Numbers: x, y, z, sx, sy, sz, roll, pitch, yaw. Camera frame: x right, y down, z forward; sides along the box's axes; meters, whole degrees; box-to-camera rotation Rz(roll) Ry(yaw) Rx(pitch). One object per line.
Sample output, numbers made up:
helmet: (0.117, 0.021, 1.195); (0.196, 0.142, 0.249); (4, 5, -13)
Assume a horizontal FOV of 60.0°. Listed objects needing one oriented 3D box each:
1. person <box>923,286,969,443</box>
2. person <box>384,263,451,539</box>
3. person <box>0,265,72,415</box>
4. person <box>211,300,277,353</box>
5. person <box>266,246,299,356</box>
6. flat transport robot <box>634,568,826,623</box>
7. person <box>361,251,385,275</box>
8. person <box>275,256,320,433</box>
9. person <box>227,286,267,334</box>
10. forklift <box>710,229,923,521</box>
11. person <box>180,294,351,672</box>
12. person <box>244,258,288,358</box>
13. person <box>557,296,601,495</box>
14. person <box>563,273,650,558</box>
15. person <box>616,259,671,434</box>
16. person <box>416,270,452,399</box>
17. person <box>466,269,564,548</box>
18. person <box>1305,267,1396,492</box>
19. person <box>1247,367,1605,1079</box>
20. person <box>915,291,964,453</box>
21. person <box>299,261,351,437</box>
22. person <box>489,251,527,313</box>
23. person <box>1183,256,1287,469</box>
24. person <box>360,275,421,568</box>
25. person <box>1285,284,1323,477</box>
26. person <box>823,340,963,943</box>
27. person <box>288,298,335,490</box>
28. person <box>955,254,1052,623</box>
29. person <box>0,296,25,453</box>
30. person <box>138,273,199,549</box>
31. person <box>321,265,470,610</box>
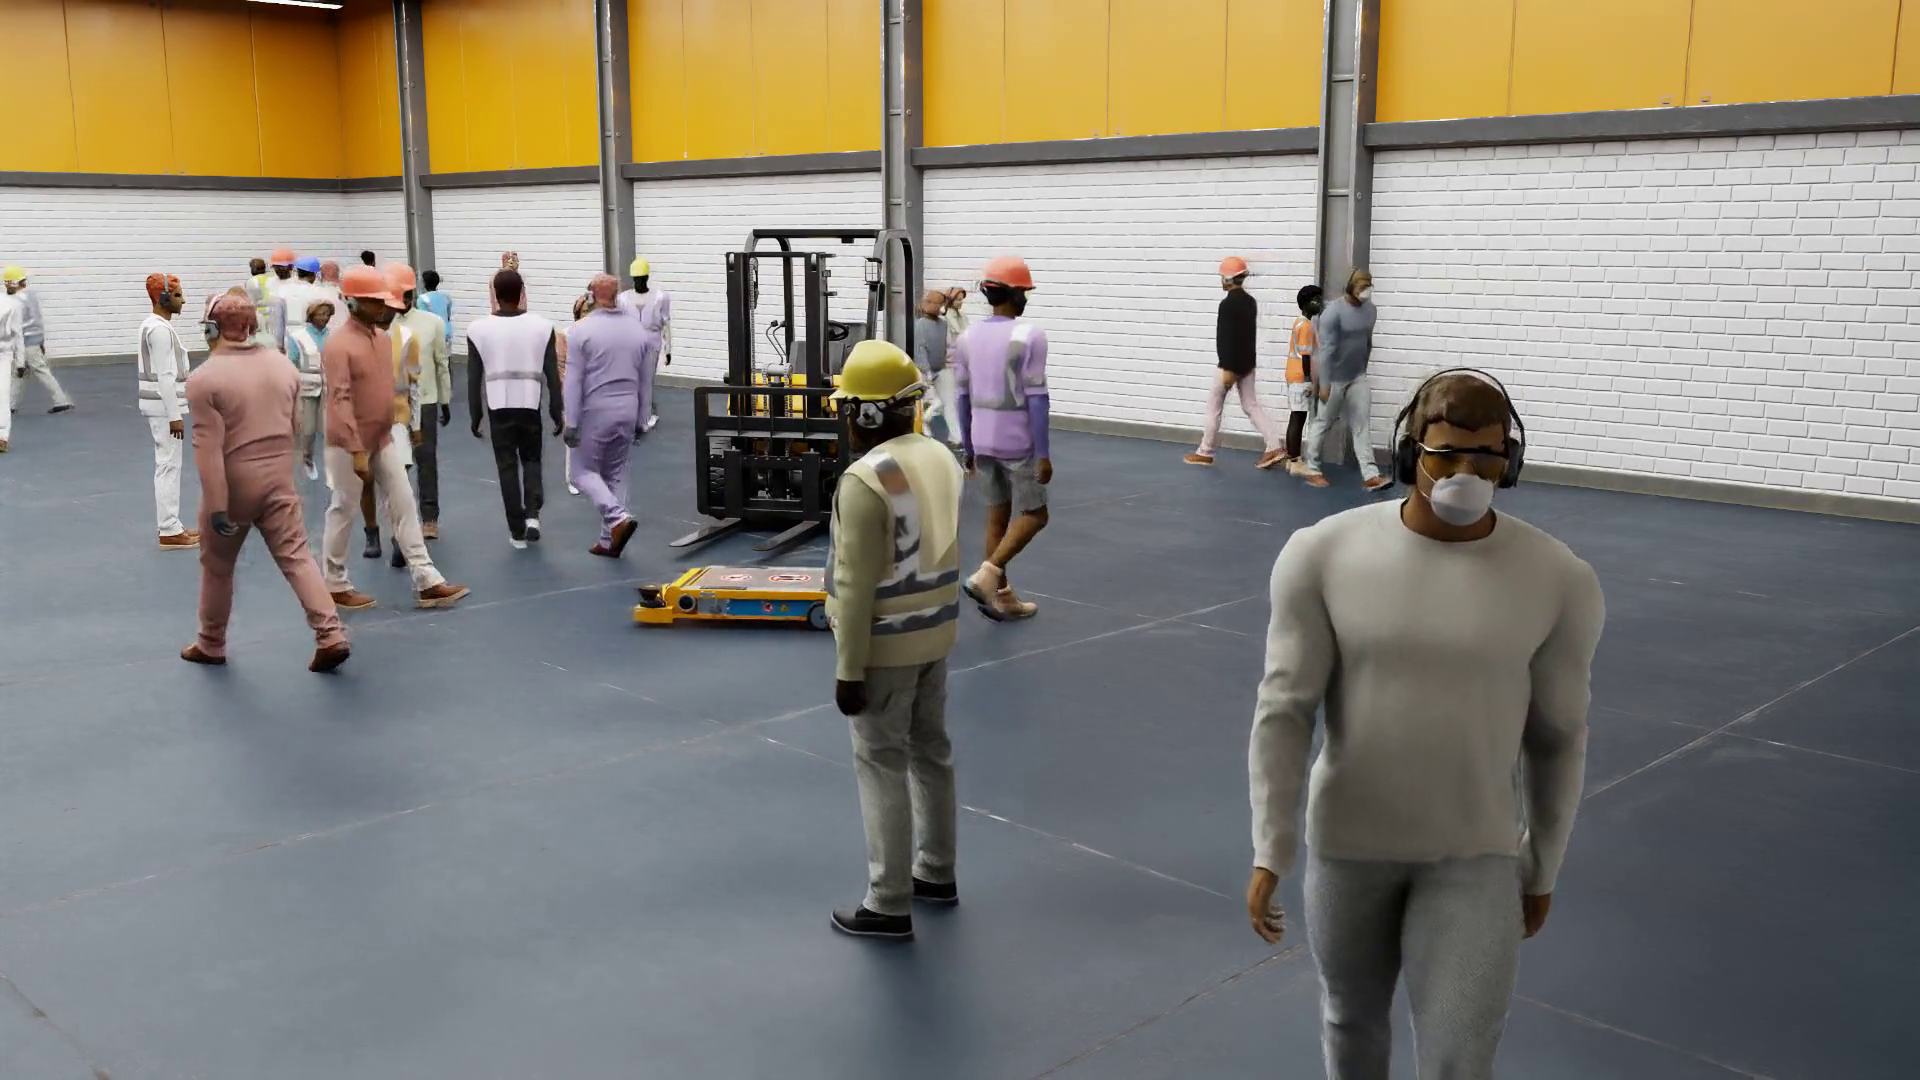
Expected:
person: (-0.138, -1.792, 17.070); (0.461, 1.624, 0.514); (7, 12, 33)
person: (-3.985, -1.015, 11.957); (0.629, 1.947, 1.008); (-4, 11, -19)
person: (-11.037, -2.343, 19.641); (0.930, 1.788, 0.595); (-3, 11, -17)
person: (-5.644, -1.085, 13.176); (0.507, 1.631, 0.273); (-4, 11, -23)
person: (-7.631, -2.329, 18.941); (0.635, 2.002, 0.502); (4, 11, 19)
flat transport robot: (-1.035, 0.307, 9.301); (1.431, 0.197, 0.652); (1, 10, 5)
person: (-9.137, -3.550, 25.919); (0.623, 1.905, 0.846); (-7, 13, -35)
person: (-7.126, -2.147, 18.225); (0.618, 1.898, 0.828); (1, 10, 7)
person: (-7.440, -1.803, 17.147); (0.719, 1.602, 0.514); (9, 14, 42)
forklift: (-1.050, -1.319, 12.920); (1.214, 2.155, 2.313); (2, 11, 13)
person: (-3.439, -0.265, 8.094); (1.014, 1.863, 0.634); (6, 12, 31)
person: (-10.207, -3.245, 24.490); (0.894, 1.813, 0.637); (5, 11, 23)
person: (-3.081, -1.200, 13.779); (0.518, 1.639, 0.312); (-9, 13, -39)
person: (-2.293, -0.794, 10.894); (0.525, 1.885, 0.657); (8, 13, 38)
person: (-3.479, -2.132, 18.260); (0.604, 1.876, 1.017); (1, 10, 4)
person: (-6.889, -2.669, 21.701); (0.627, 1.680, 0.537); (9, 14, 41)
person: (-3.045, -0.893, 11.391); (0.625, 1.898, 0.462); (-4, 11, -21)
person: (3.231, -1.323, 13.852); (0.648, 1.874, 0.936); (-6, 12, -30)
person: (0.895, 0.608, 3.262); (0.641, 1.899, 0.985); (3, 11, 17)
person: (-0.237, -1.636, 16.301); (0.855, 1.589, 0.500); (9, 14, 40)
person: (-6.448, -1.908, 17.011); (0.861, 1.864, 0.632); (8, 13, 36)
person: (-6.295, -3.092, 23.383); (0.642, 1.905, 0.401); (7, 13, 34)
person: (2.574, -1.621, 15.237); (0.994, 1.955, 0.634); (8, 13, 39)
person: (-3.755, -0.759, 10.737); (0.589, 1.865, 1.012); (-4, 11, -23)
person: (3.058, -1.419, 14.812); (0.322, 1.699, 0.535); (1, 10, 7)
person: (-0.212, 0.305, 5.088); (0.403, 1.823, 0.596); (5, 12, 27)
person: (-5.470, -1.255, 14.162); (0.523, 1.605, 0.777); (-6, 12, -31)
person: (0.223, -0.522, 9.007); (0.625, 2.032, 0.552); (10, 14, 43)
person: (-9.633, -1.793, 16.537); (0.583, 1.830, 1.015); (-3, 11, -17)
person: (-5.430, -0.880, 11.396); (0.346, 1.879, 0.580); (-5, 12, -27)
person: (-3.244, -0.545, 9.332); (0.942, 1.952, 0.650); (3, 11, 15)
